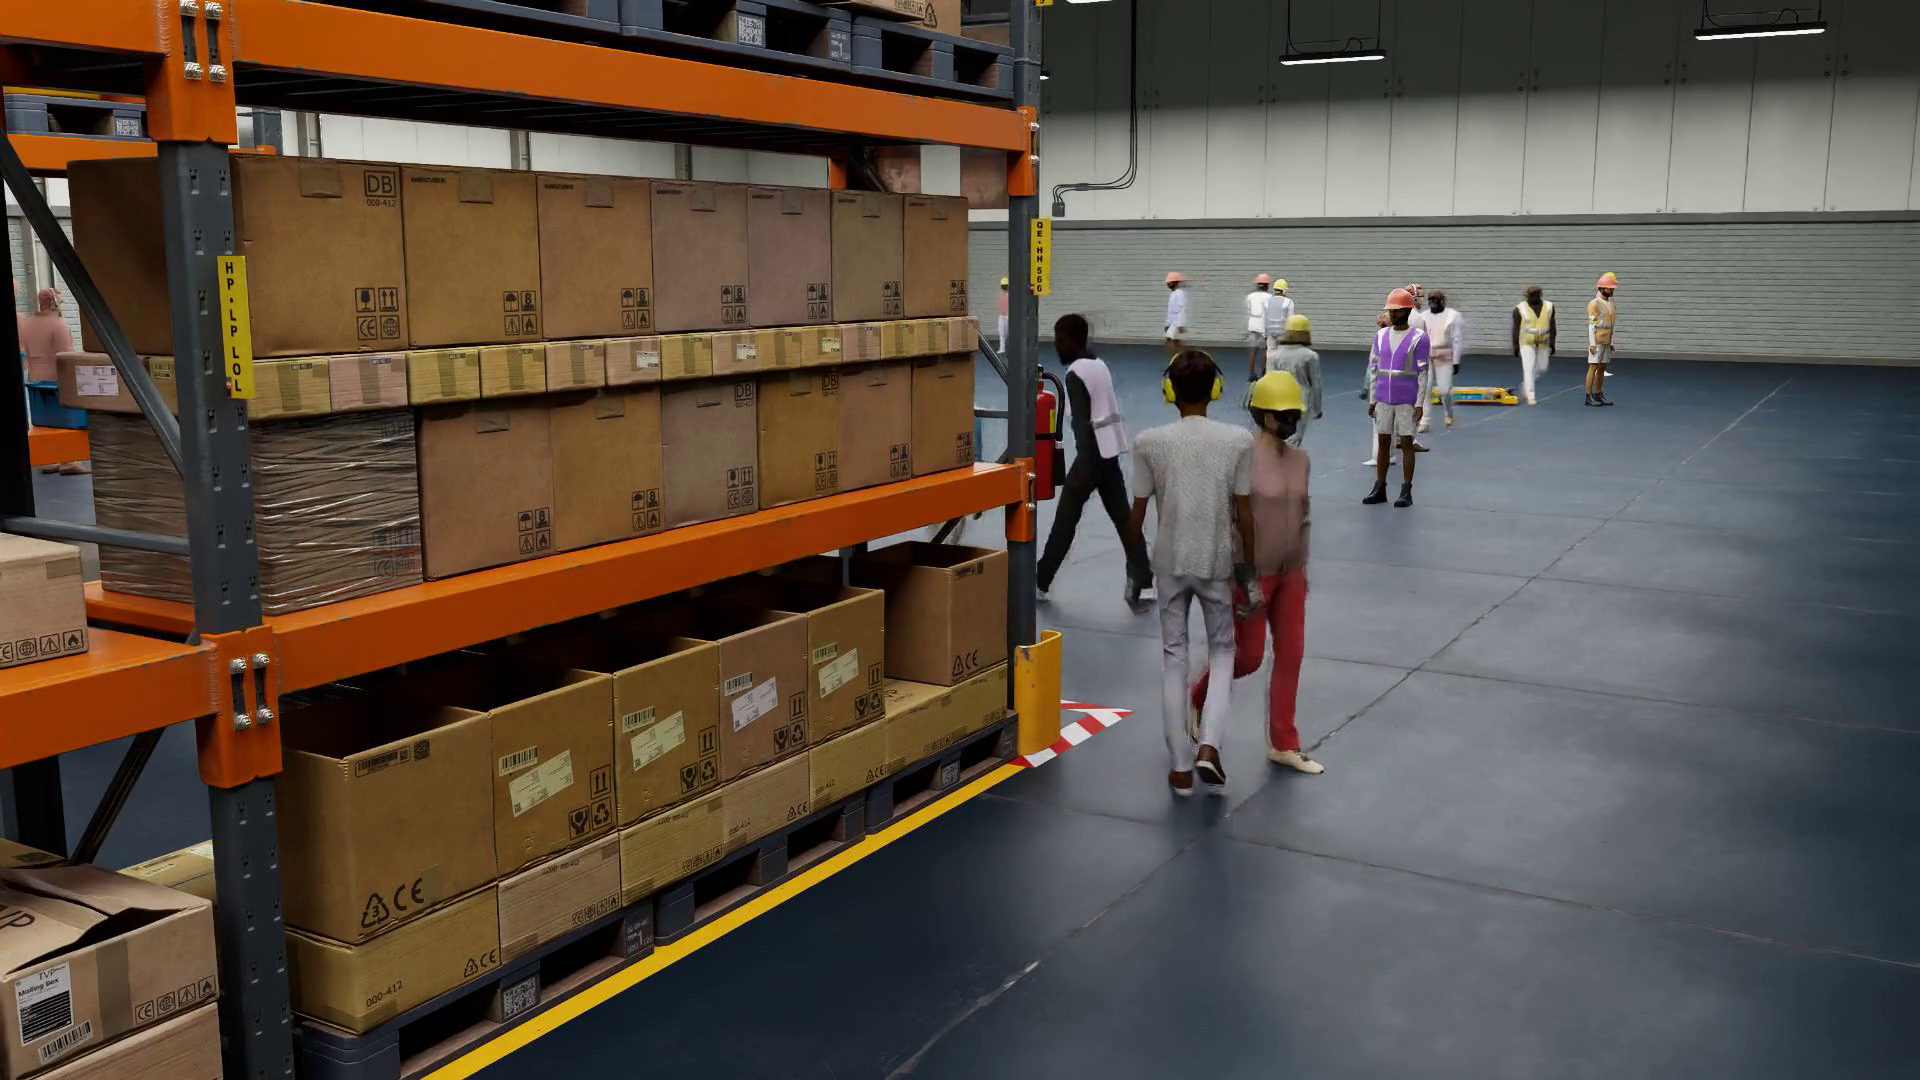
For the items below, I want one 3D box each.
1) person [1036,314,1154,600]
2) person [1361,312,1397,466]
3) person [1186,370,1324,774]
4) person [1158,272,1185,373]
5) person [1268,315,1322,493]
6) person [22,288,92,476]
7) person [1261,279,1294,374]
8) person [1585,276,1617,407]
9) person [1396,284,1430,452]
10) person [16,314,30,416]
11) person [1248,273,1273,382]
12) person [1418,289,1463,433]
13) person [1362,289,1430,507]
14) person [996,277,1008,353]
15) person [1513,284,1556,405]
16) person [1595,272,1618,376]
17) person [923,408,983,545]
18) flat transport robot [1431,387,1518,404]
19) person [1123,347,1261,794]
[{"bbox_3d":[0.806,-0.520,10.750,1.001,1.851,0.700,4,11,23],"label":"person"},{"bbox_3d":[4.499,-1.589,17.630,0.522,1.638,0.346,-8,13,-40],"label":"person"},{"bbox_3d":[1.297,0.130,7.251,0.537,1.751,0.614,-7,12,-37],"label":"person"},{"bbox_3d":[3.995,-4.134,31.698,0.680,1.915,0.580,-1,10,-6],"label":"person"},{"bbox_3d":[3.032,-1.203,15.205,0.473,1.695,0.872,9,13,43],"label":"person"},{"bbox_3d":[-9.199,-1.607,16.949,0.651,1.904,0.403,6,11,29],"label":"person"},{"bbox_3d":[5.444,-3.531,28.416,0.592,1.834,0.404,7,12,35],"label":"person"},{"bbox_3d":[9.559,-2.955,24.743,0.542,1.938,0.357,-7,12,-36],"label":"person"},{"bbox_3d":[5.156,-1.967,19.047,0.410,1.909,0.643,-3,10,-15],"label":"person"},{"bbox_3d":[-10.738,-1.901,18.535,0.627,1.937,1.024,0,10,2],"label":"person"},{"bbox_3d":[5.352,-3.755,29.505,0.558,1.917,0.607,8,13,40],"label":"person"},{"bbox_3d":[6.045,-2.271,21.075,0.636,1.820,0.632,6,11,32],"label":"person"},{"bbox_3d":[3.891,-1.262,14.828,0.543,1.939,0.360,8,13,40],"label":"person"},{"bbox_3d":[1.118,-5.183,38.378,0.519,1.747,0.667,8,13,40],"label":"person"},{"bbox_3d":[8.633,-2.955,25.077,0.628,1.820,0.651,0,10,0],"label":"person"},{"bbox_3d":[12.017,-4.019,31.001,0.387,1.926,0.591,1,10,6],"label":"person"},{"bbox_3d":[-0.061,-0.286,10.082,0.527,1.613,0.768,7,12,34],"label":"person"},{"bbox_3d":[7.664,-2.200,25.194,1.431,0.197,0.652,2,10,10],"label":"flat transport robot"},{"bbox_3d":[0.952,0.137,6.862,0.567,1.855,0.373,1,10,8],"label":"person"}]
